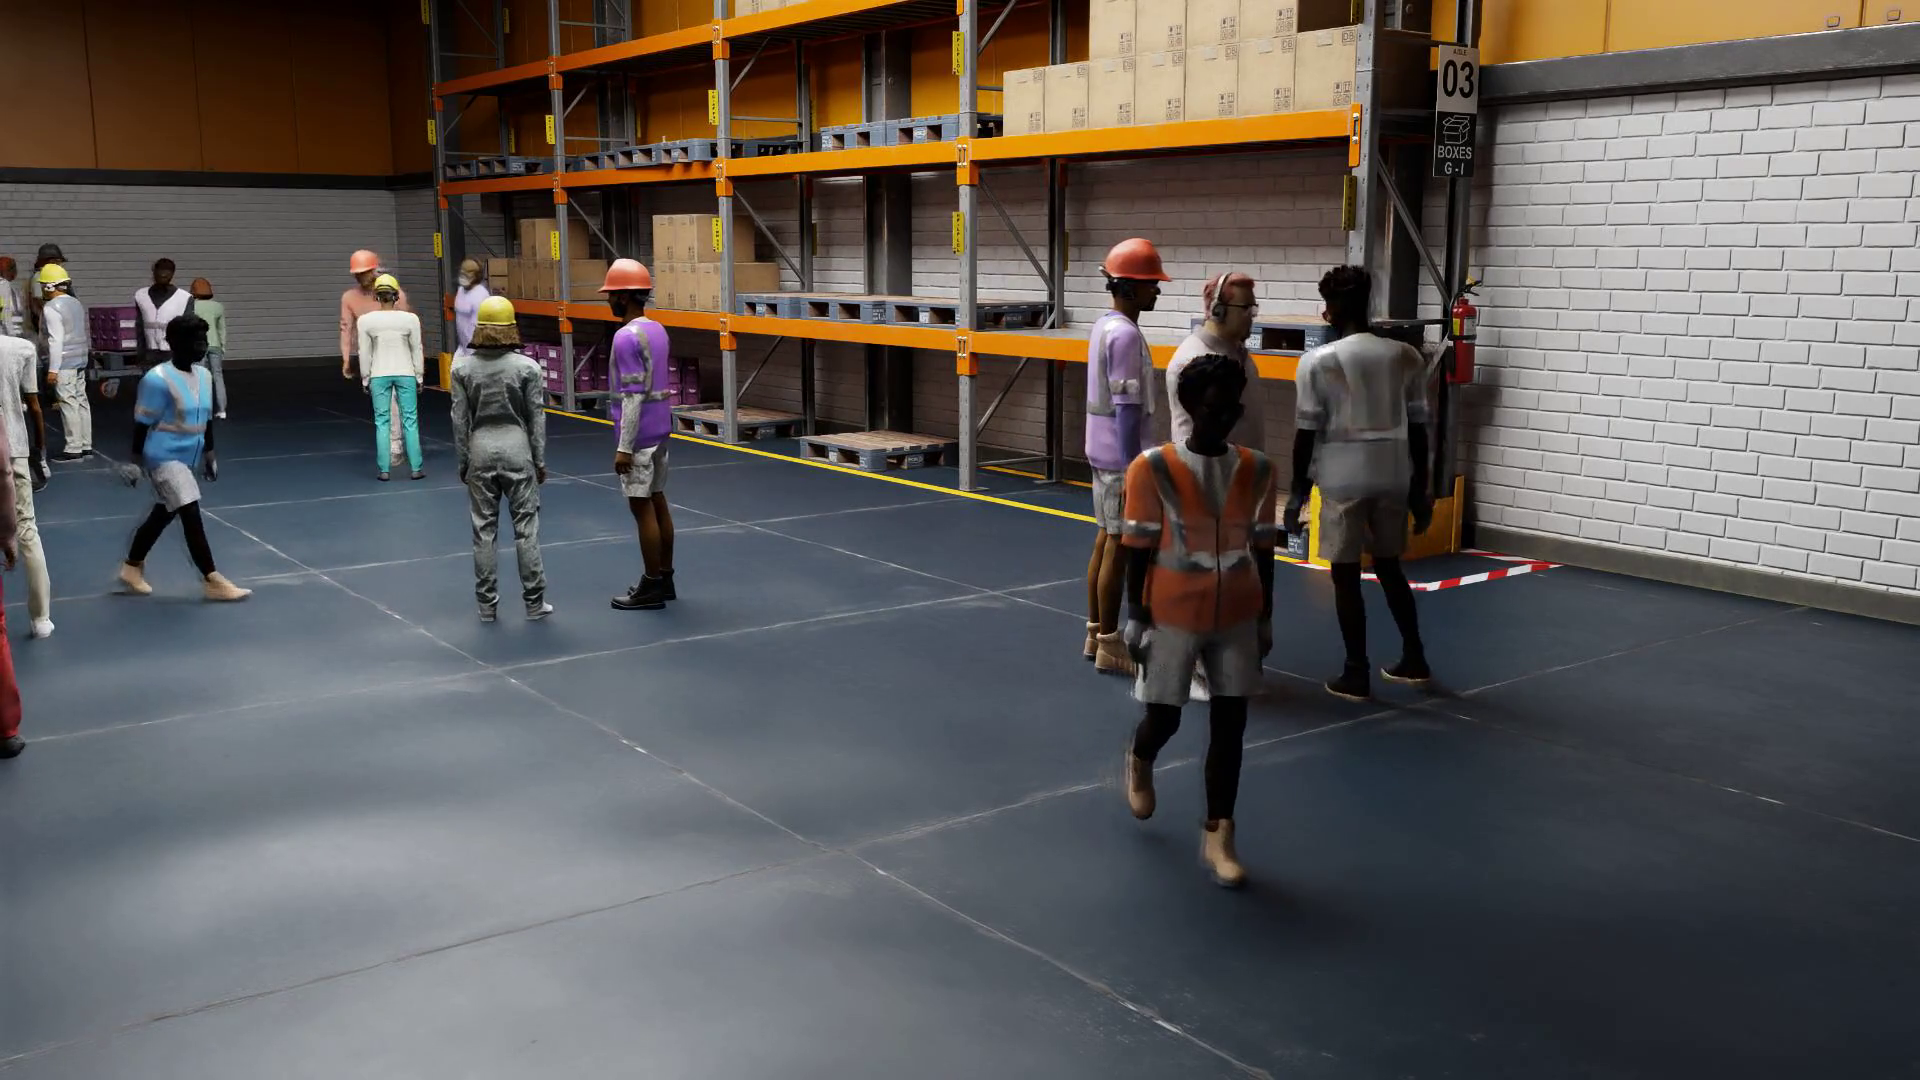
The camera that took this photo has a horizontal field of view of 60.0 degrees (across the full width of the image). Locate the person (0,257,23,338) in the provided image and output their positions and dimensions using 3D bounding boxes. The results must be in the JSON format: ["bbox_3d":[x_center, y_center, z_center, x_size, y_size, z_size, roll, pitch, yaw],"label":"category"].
[{"bbox_3d":[-11.637,-2.516,20.324,0.353,1.859,0.681,-5,11,-28],"label":"person"}]

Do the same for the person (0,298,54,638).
[{"bbox_3d":[-4.899,-0.397,8.423,0.508,1.861,0.329,-9,13,-40],"label":"person"}]

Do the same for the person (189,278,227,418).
[{"bbox_3d":[-8.689,-2.198,19.170,0.285,1.625,0.497,8,13,39],"label":"person"}]

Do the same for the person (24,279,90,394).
[{"bbox_3d":[-12.246,-2.855,22.358,0.751,1.784,0.930,6,12,31],"label":"person"}]

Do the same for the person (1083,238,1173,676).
[{"bbox_3d":[0.791,-0.387,7.851,0.390,2.040,0.614,-1,10,-4],"label":"person"}]

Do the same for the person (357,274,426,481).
[{"bbox_3d":[-4.843,-1.377,14.196,0.524,1.760,0.326,-3,11,-17],"label":"person"}]

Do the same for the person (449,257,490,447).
[{"bbox_3d":[-4.726,-1.800,16.205,0.425,1.882,0.719,-8,13,-37],"label":"person"}]

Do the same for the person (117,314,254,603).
[{"bbox_3d":[-4.479,-0.463,9.399,0.897,1.642,0.548,1,10,7],"label":"person"}]

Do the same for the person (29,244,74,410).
[{"bbox_3d":[-11.036,-2.614,20.333,0.535,2.000,0.722,-3,11,-16],"label":"person"}]

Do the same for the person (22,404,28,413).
[{"bbox_3d":[-11.253,-2.318,19.182,0.960,1.854,0.601,-9,13,-41],"label":"person"}]

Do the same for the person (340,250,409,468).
[{"bbox_3d":[-5.283,-1.630,15.042,0.624,1.955,0.789,2,10,10],"label":"person"}]

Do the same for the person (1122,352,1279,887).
[{"bbox_3d":[0.762,0.229,5.370,0.541,1.682,0.600,-2,10,-12],"label":"person"}]

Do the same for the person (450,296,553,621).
[{"bbox_3d":[-2.463,-0.431,8.935,0.487,1.744,0.314,-1,10,-5],"label":"person"}]

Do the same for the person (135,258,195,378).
[{"bbox_3d":[-7.944,-1.876,16.661,0.650,1.873,0.425,1,10,4],"label":"person"}]

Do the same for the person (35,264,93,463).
[{"bbox_3d":[-8.301,-1.630,15.396,0.404,1.834,0.591,-1,10,-5],"label":"person"}]

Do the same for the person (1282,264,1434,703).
[{"bbox_3d":[1.782,-0.247,7.417,0.666,1.925,0.517,-3,11,-15],"label":"person"}]

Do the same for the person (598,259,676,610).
[{"bbox_3d":[-1.795,-0.577,9.212,0.379,1.936,0.548,2,10,10],"label":"person"}]

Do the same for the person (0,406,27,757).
[{"bbox_3d":[-3.948,0.004,6.438,0.551,1.766,0.335,-8,13,-39],"label":"person"}]

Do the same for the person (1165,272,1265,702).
[{"bbox_3d":[1.155,-0.236,7.428,0.396,1.898,0.649,6,12,32],"label":"person"}]
